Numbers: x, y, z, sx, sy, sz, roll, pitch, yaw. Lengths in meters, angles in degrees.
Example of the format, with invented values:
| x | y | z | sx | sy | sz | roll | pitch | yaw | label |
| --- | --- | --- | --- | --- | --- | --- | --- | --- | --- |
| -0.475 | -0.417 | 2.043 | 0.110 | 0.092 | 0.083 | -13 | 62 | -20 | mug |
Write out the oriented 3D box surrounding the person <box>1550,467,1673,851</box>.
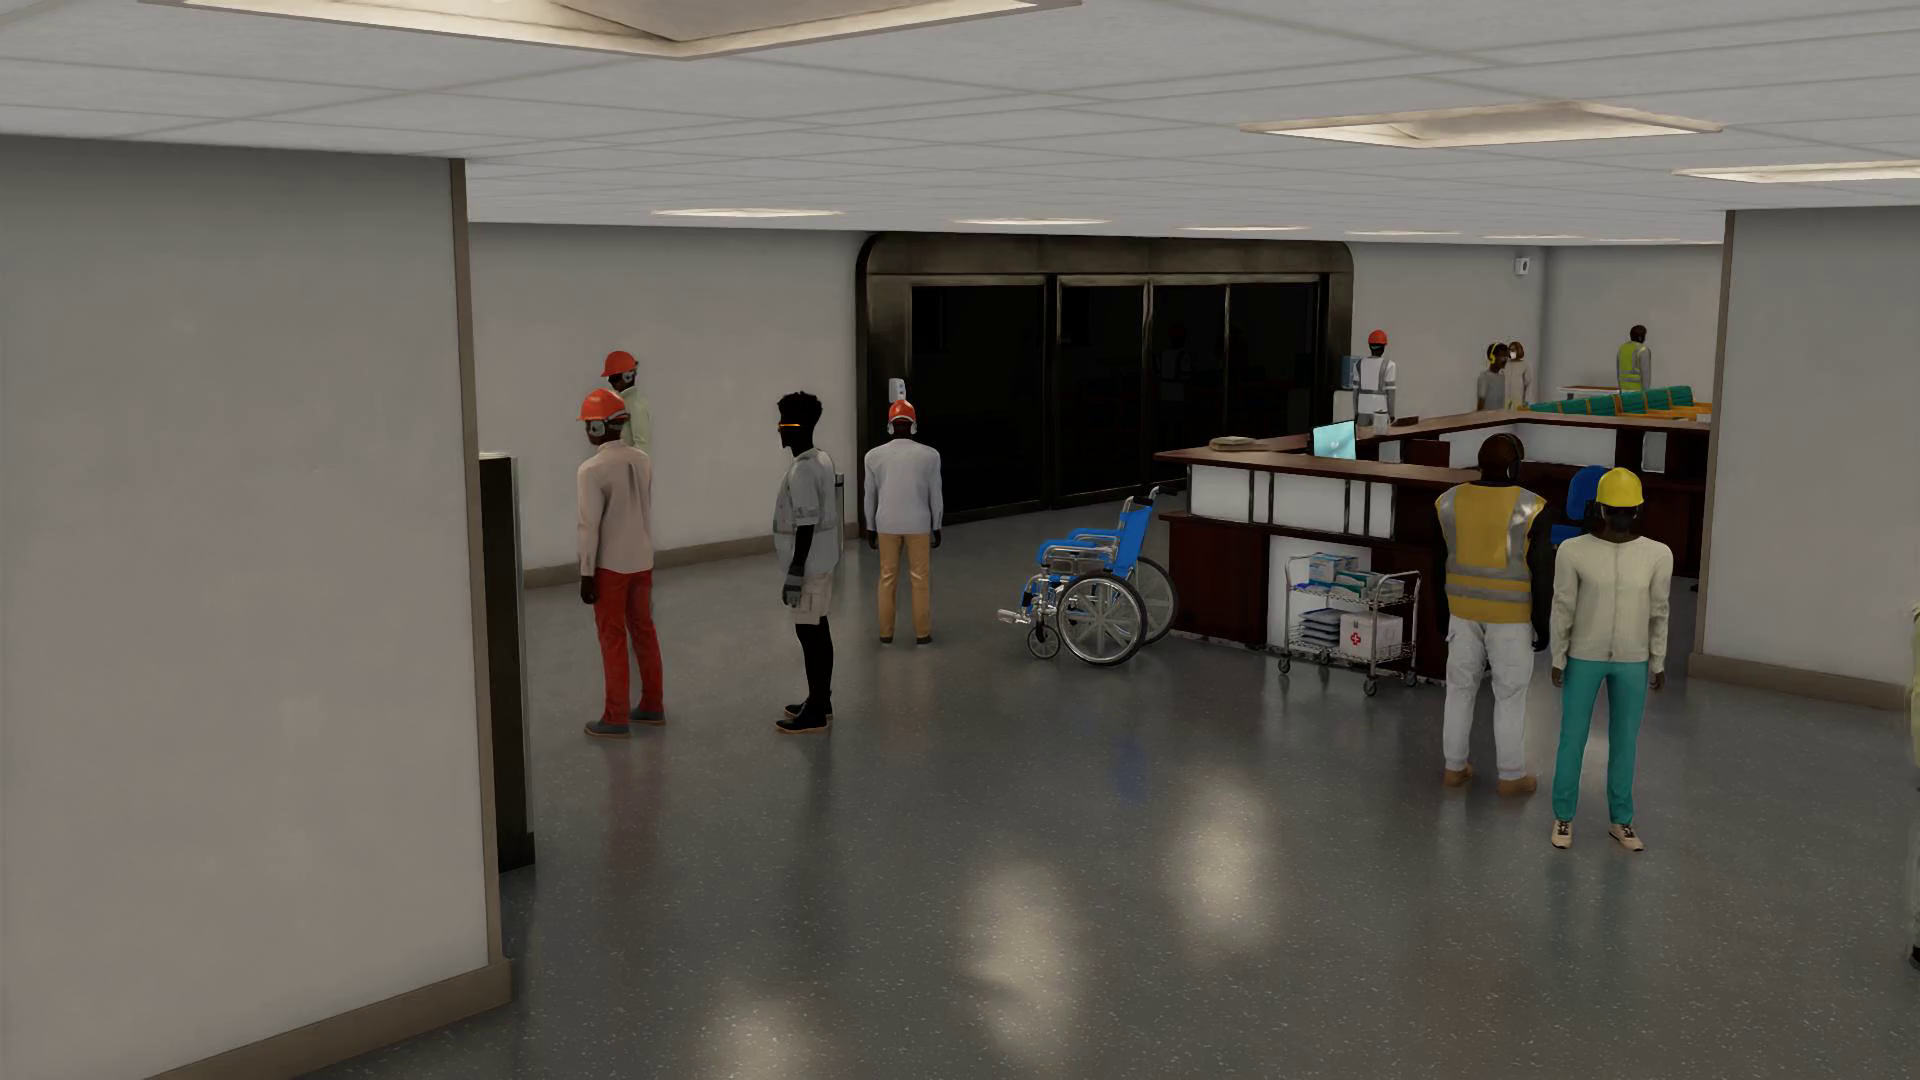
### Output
| x | y | z | sx | sy | sz | roll | pitch | yaw | label |
| --- | --- | --- | --- | --- | --- | --- | --- | --- | --- |
| 2.964 | 0.546 | 7.602 | 0.525 | 1.769 | 0.309 | 1 | 9 | 6 | person |

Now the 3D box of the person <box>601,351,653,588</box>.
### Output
| x | y | z | sx | sy | sz | roll | pitch | yaw | label |
| --- | --- | --- | --- | --- | --- | --- | --- | --- | --- |
| -2.759 | -0.577 | 13.810 | 0.392 | 1.986 | 0.610 | -4 | 10 | -25 | person |

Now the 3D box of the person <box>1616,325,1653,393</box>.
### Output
| x | y | z | sx | sy | sz | roll | pitch | yaw | label |
| --- | --- | --- | --- | --- | --- | --- | --- | --- | --- |
| 9.863 | -2.213 | 24.288 | 0.429 | 1.842 | 0.633 | -3 | 10 | -17 | person |

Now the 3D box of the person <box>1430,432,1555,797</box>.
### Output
| x | y | z | sx | sy | sz | roll | pitch | yaw | label |
| --- | --- | --- | --- | --- | --- | --- | --- | --- | --- |
| 2.700 | 0.375 | 8.422 | 0.630 | 1.843 | 0.429 | 7 | 12 | 39 | person |

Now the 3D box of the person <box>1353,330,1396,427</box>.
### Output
| x | y | z | sx | sy | sz | roll | pitch | yaw | label |
| --- | --- | --- | --- | --- | --- | --- | --- | --- | --- |
| 5.007 | -1.567 | 20.078 | 0.550 | 1.930 | 0.389 | 9 | 13 | 42 | person |

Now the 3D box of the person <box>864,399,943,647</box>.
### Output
| x | y | z | sx | sy | sz | roll | pitch | yaw | label |
| --- | --- | --- | --- | --- | --- | --- | --- | --- | --- |
| -0.395 | -0.117 | 11.734 | 0.564 | 1.743 | 0.351 | 1 | 9 | 6 | person |

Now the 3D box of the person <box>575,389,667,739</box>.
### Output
| x | y | z | sx | sy | sz | roll | pitch | yaw | label |
| --- | --- | --- | --- | --- | --- | --- | --- | --- | --- |
| -1.976 | 0.131 | 9.496 | 0.421 | 1.985 | 0.614 | 5 | 10 | 27 | person |

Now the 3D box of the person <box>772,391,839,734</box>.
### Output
| x | y | z | sx | sy | sz | roll | pitch | yaw | label |
| --- | --- | --- | --- | --- | --- | --- | --- | --- | --- |
| -0.887 | 0.128 | 9.544 | 0.367 | 1.967 | 0.602 | 1 | 9 | 7 | person |

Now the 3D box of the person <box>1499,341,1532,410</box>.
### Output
| x | y | z | sx | sy | sz | roll | pitch | yaw | label |
| --- | --- | --- | --- | --- | --- | --- | --- | --- | --- |
| 7.851 | -2.003 | 23.637 | 0.499 | 1.633 | 0.286 | 6 | 11 | 33 | person |

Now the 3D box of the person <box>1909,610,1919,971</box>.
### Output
| x | y | z | sx | sy | sz | roll | pitch | yaw | label |
| --- | --- | --- | --- | --- | --- | --- | --- | --- | --- |
| 3.735 | 0.783 | 5.984 | 0.629 | 1.811 | 0.618 | -2 | 9 | -9 | person |

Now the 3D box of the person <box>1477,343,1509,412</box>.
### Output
| x | y | z | sx | sy | sz | roll | pitch | yaw | label |
| --- | --- | --- | --- | --- | --- | --- | --- | --- | --- |
| 5.806 | -1.233 | 18.228 | 0.530 | 1.858 | 0.445 | -9 | 13 | -44 | person |
